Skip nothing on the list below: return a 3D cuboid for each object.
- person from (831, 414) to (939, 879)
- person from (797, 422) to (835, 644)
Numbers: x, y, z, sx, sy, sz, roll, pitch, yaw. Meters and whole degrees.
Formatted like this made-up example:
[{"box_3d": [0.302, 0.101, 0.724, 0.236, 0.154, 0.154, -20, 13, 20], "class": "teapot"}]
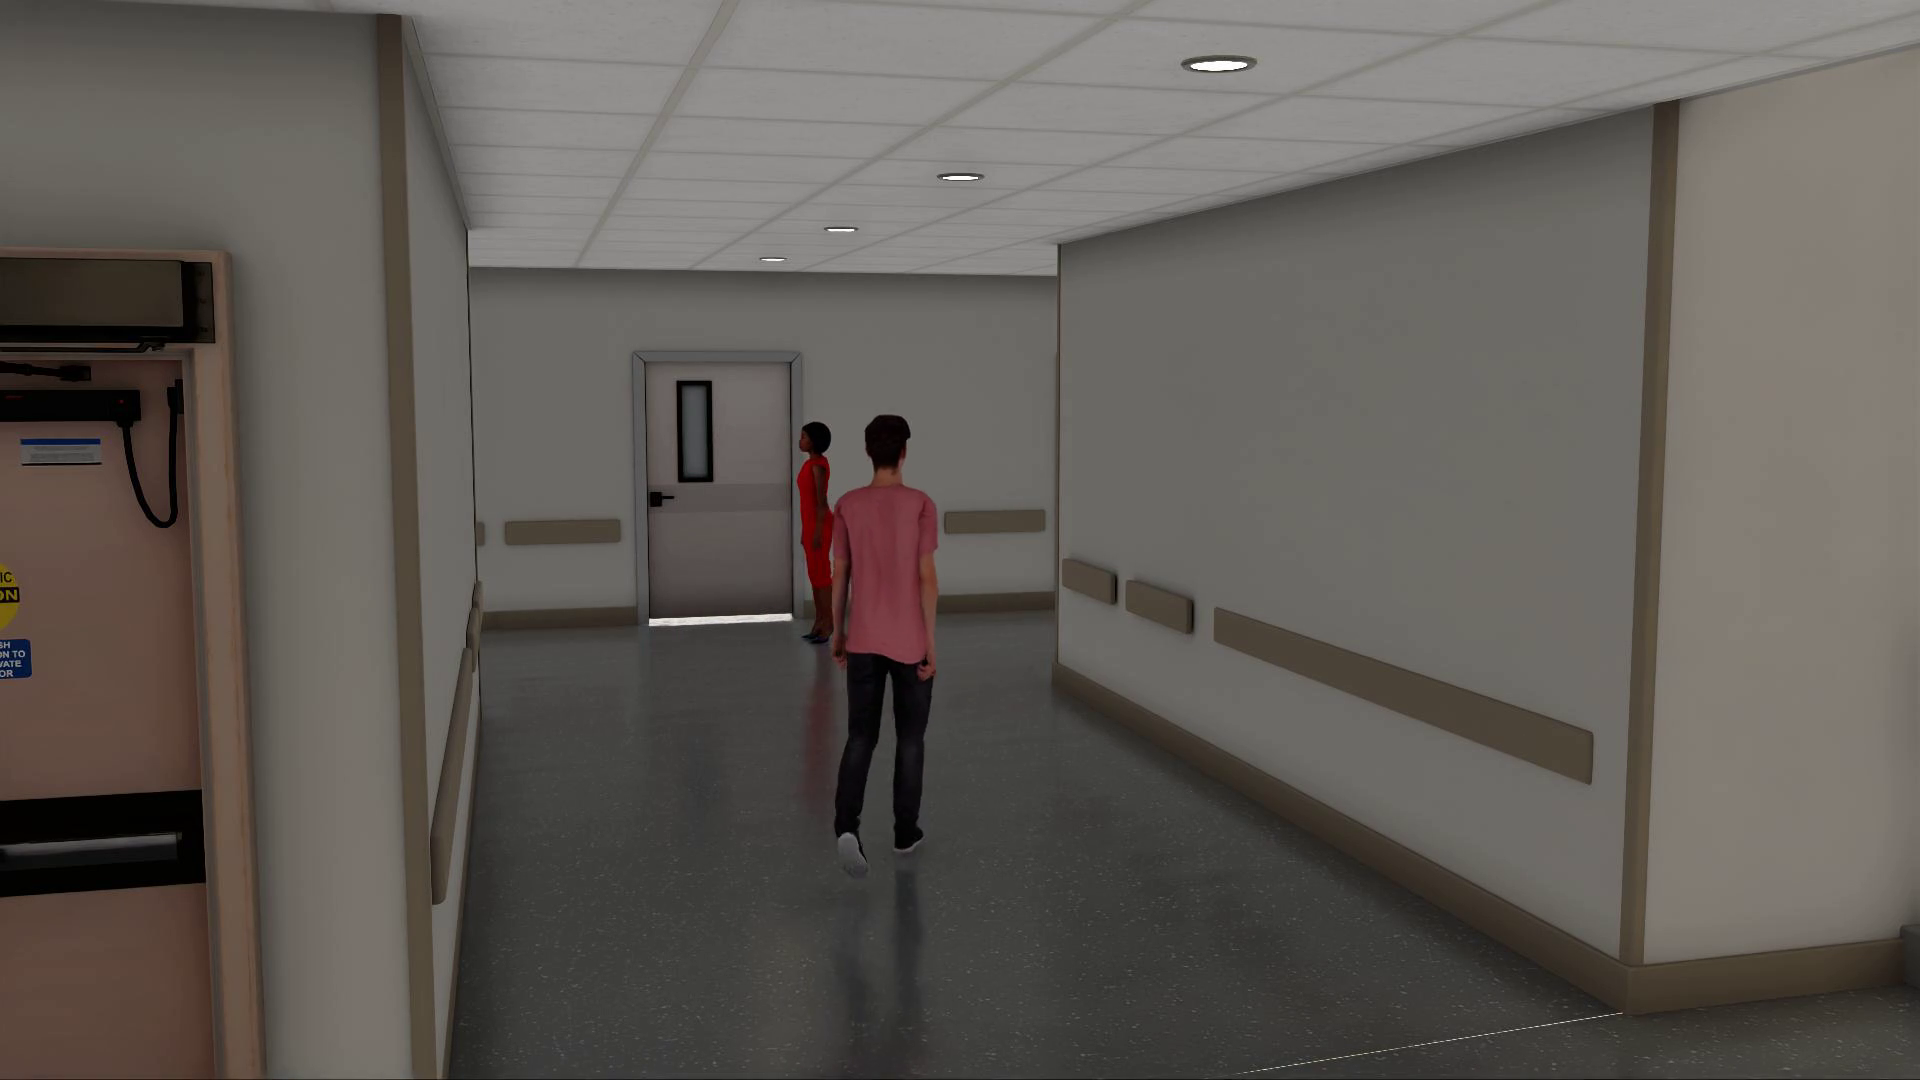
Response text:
[{"box_3d": [-0.336, 0.462, 7.025, 1.199, 1.930, 1.036, 1, 6, 10], "class": "person"}, {"box_3d": [-1.130, -0.063, 13.183, 0.511, 1.743, 0.583, -2, 6, -18], "class": "person"}]
